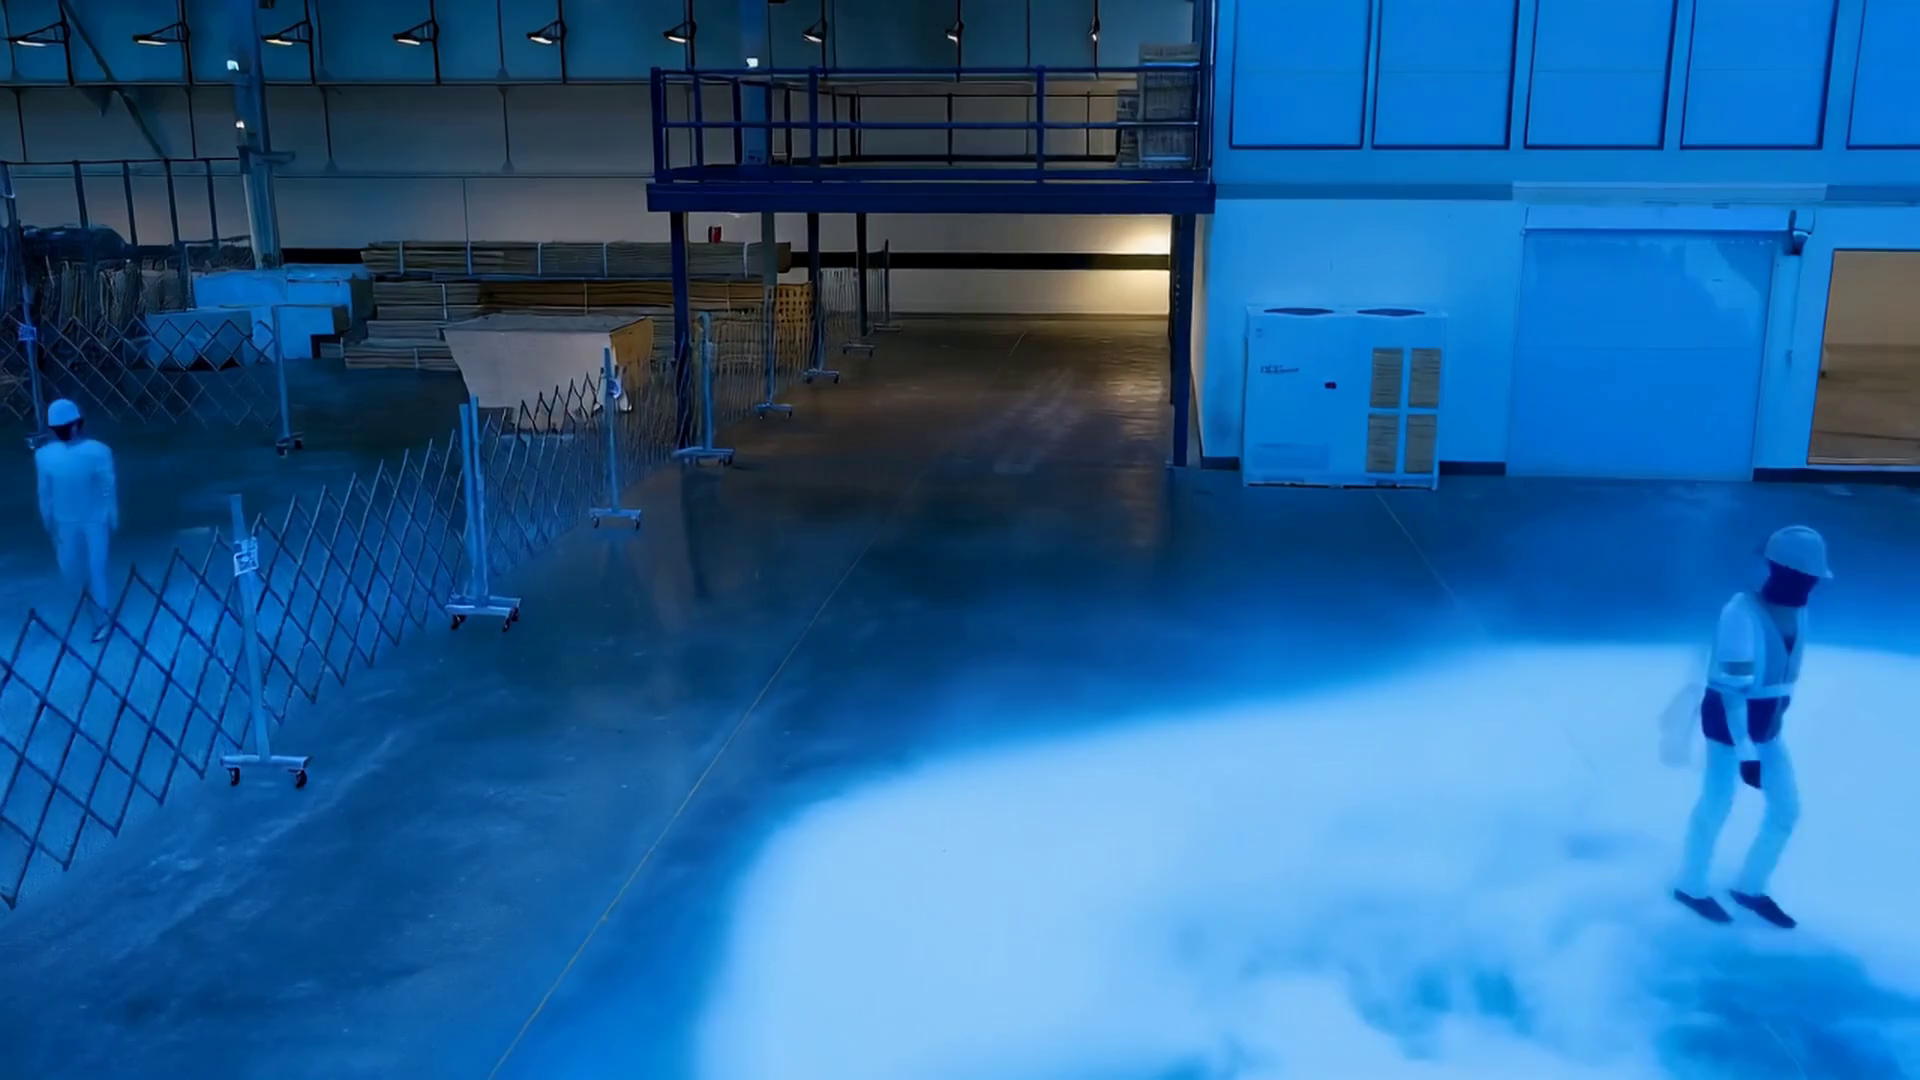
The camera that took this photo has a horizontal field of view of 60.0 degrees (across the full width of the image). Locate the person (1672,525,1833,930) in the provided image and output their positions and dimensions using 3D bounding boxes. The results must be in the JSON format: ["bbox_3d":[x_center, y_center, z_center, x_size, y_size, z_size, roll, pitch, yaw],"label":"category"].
[{"bbox_3d":[3.547,0.846,7.394,0.597,1.894,0.641,-8,16,-29],"label":"person"}]

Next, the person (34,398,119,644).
[{"bbox_3d":[-6.221,-0.158,11.800,0.527,1.751,0.515,-3,14,-10],"label":"person"}]
